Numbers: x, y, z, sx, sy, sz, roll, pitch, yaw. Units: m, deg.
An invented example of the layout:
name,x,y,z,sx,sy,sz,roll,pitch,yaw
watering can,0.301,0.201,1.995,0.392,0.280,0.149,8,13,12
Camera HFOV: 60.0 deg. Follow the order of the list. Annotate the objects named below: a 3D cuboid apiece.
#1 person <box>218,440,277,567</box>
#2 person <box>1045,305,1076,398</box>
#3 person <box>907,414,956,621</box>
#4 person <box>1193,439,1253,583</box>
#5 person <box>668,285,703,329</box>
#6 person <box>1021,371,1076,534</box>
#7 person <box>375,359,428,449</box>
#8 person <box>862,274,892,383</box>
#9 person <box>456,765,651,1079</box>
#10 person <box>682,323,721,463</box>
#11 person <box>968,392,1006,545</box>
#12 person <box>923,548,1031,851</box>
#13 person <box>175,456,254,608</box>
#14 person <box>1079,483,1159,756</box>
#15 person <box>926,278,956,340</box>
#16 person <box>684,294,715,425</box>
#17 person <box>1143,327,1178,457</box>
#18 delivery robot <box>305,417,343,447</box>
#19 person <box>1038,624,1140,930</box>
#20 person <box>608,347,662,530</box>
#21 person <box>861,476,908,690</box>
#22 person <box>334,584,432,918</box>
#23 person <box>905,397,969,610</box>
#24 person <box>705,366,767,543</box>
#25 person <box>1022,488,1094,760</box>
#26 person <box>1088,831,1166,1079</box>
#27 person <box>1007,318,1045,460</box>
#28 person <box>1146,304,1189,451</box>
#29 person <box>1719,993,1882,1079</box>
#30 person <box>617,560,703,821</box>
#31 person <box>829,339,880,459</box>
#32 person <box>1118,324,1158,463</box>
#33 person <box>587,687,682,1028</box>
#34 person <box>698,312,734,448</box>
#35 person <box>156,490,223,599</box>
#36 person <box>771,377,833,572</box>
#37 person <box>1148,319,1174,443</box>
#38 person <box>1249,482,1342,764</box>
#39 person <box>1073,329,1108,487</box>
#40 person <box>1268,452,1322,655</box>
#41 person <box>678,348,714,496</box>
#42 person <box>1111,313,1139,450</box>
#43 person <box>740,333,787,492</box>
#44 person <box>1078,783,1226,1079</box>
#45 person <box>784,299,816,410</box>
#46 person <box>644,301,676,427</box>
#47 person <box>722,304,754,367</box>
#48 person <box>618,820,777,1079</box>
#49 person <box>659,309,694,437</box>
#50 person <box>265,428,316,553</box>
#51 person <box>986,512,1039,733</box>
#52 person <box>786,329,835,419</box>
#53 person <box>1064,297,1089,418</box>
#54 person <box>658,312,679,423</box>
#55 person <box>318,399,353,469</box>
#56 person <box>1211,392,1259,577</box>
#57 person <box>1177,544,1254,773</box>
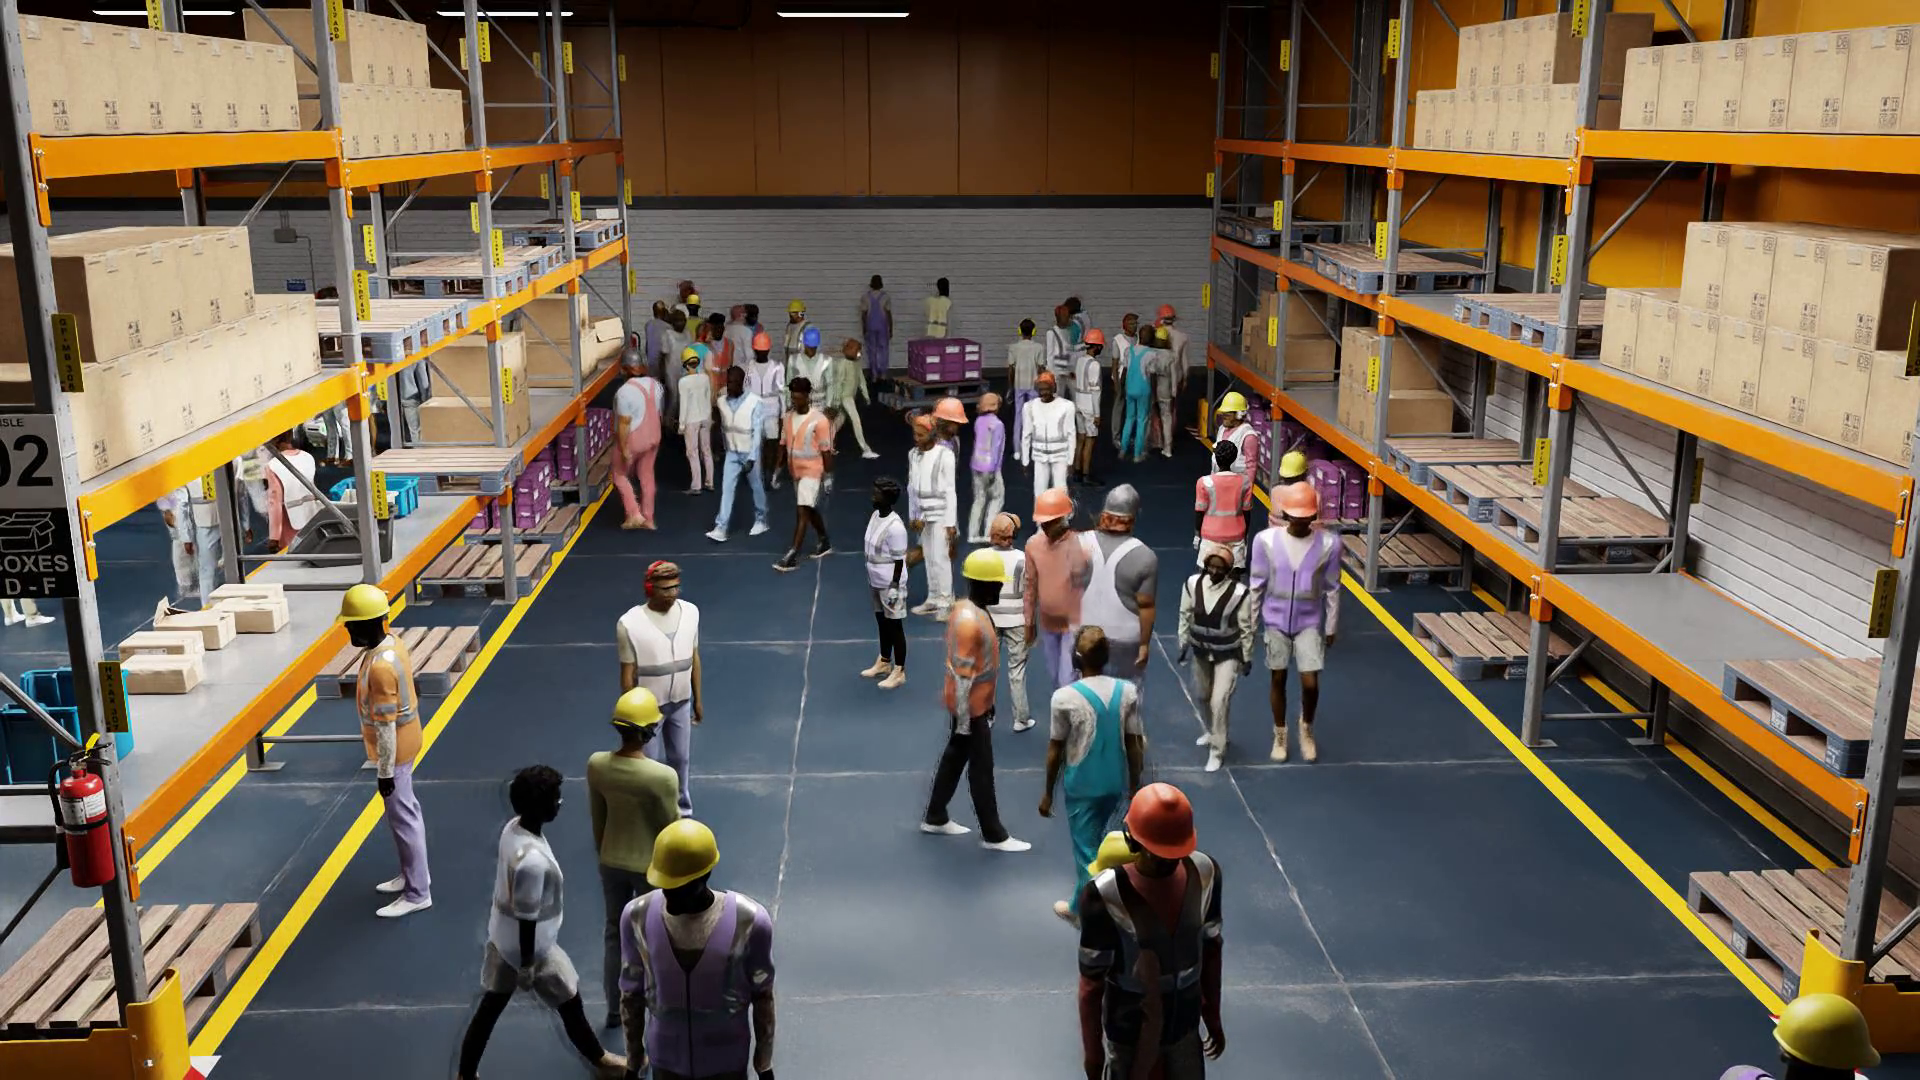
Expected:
name,x,y,z,sx,sy,sz,roll,pitch,yaw
person,-7.218,-0.685,16.878,0.645,1.825,0.715,2,14,7
person,1.395,-2.346,23.280,0.364,1.878,0.667,8,16,27
person,-0.246,-0.201,14.853,0.377,1.874,0.649,-13,19,-41
person,2.300,-0.036,14.563,0.537,1.694,0.320,-3,15,-12
person,-4.278,-3.040,25.975,0.590,1.883,0.383,1,14,4
person,0.916,-0.840,17.347,0.601,1.871,0.400,6,15,21
person,-6.943,-1.735,20.738,0.630,1.936,0.366,-2,14,-8
person,-1.394,-3.566,28.135,0.506,1.839,0.367,1,14,4
person,-1.919,1.787,7.500,0.918,1.631,0.553,-7,16,-25
person,-3.396,-1.905,21.624,0.418,1.830,0.577,-13,19,-41
person,0.266,-0.741,17.476,0.470,1.606,0.532,-10,17,-33
person,0.093,0.969,10.219,0.565,1.923,0.608,0,14,2
person,-6.463,-0.108,14.423,0.597,1.908,0.393,-13,20,-42
person,1.031,0.585,11.424,0.687,2.000,0.882,7,16,25
person,-0.234,-3.308,27.025,0.594,1.878,0.936,10,17,34
person,-3.844,-2.601,24.175,0.585,1.919,0.374,1,14,3
person,2.622,-1.950,22.017,0.513,1.716,0.341,1,14,3
delivery robot,-8.493,-1.524,22.477,0.477,0.478,0.707,5,15,20
person,0.753,1.360,8.873,0.515,1.813,0.825,-8,17,-30
person,-3.528,-1.099,18.035,0.538,2.000,0.691,9,17,30
person,-0.589,0.326,13.120,0.319,1.699,0.532,-7,16,-25
person,-3.239,1.173,9.370,0.410,1.918,0.585,-4,15,-17
person,-0.308,-0.330,15.115,0.827,2.005,0.625,8,16,28
person,-2.358,-0.905,17.624,0.590,1.865,1.010,6,16,23
person,0.702,0.592,11.515,0.643,1.967,0.488,12,19,39
person,0.660,1.968,6.545,0.329,1.765,0.526,-1,14,-6
person,0.879,-1.979,21.839,0.529,1.865,0.311,3,15,11
person,2.772,-2.184,22.413,0.669,1.986,0.475,-3,15,-12
person,2.501,2.260,5.075,0.382,1.924,0.594,-3,15,-10
person,-1.827,1.005,10.186,0.562,1.836,0.392,-13,20,-42
person,-1.479,-1.878,22.015,0.885,1.580,0.515,5,15,21
person,2.324,-1.901,21.615,0.542,1.837,0.361,10,18,35
person,-1.561,1.569,8.124,0.523,1.762,0.337,6,16,23
person,-3.275,-2.095,22.188,0.585,1.923,0.941,-9,17,-32
person,-7.245,-0.376,15.487,0.394,1.910,0.694,5,15,20
person,-1.590,-0.686,16.661,0.610,1.912,0.982,14,20,43
person,2.790,-2.224,23.022,0.336,1.748,0.573,8,16,29
person,2.291,0.579,11.491,0.634,2.025,0.485,4,15,14
person,1.604,-1.612,20.276,0.385,1.929,0.546,-5,15,-18
person,2.762,0.117,13.868,0.379,1.739,0.530,-14,20,-43
person,-3.172,-1.408,19.806,0.329,1.762,0.533,9,17,32
person,2.259,-2.158,22.577,0.563,1.847,0.393,-12,19,-40
person,-2.342,-1.511,19.882,0.559,1.917,0.611,-1,14,-4
person,0.752,1.872,6.407,0.616,2.028,0.409,-6,16,-23
person,-2.367,-2.605,24.359,0.404,1.830,0.601,-13,19,-41
person,-4.368,-2.559,24.208,0.506,1.830,0.368,11,18,36
person,-3.107,-2.347,23.243,0.629,1.885,0.688,-13,19,-41
person,-0.993,1.947,6.312,0.594,1.920,0.379,1,14,3
person,-3.935,-2.321,23.256,0.531,1.827,0.425,-12,18,-39
person,-5.781,-0.114,14.444,0.415,1.907,0.593,3,15,11
person,0.328,0.606,12.139,0.510,1.640,0.308,5,15,18
person,-1.837,-1.631,20.396,0.607,1.891,0.987,-2,14,-7
person,1.723,-2.749,24.994,0.431,1.810,0.700,5,15,19
person,-4.322,-2.533,24.491,0.321,1.631,0.513,-9,17,-30
person,-8.035,-1.883,21.314,0.635,1.937,0.352,6,16,23
person,2.650,-0.537,16.246,0.404,1.828,0.603,-6,16,-23
person,1.818,0.770,11.558,0.531,1.607,0.584,10,17,34
